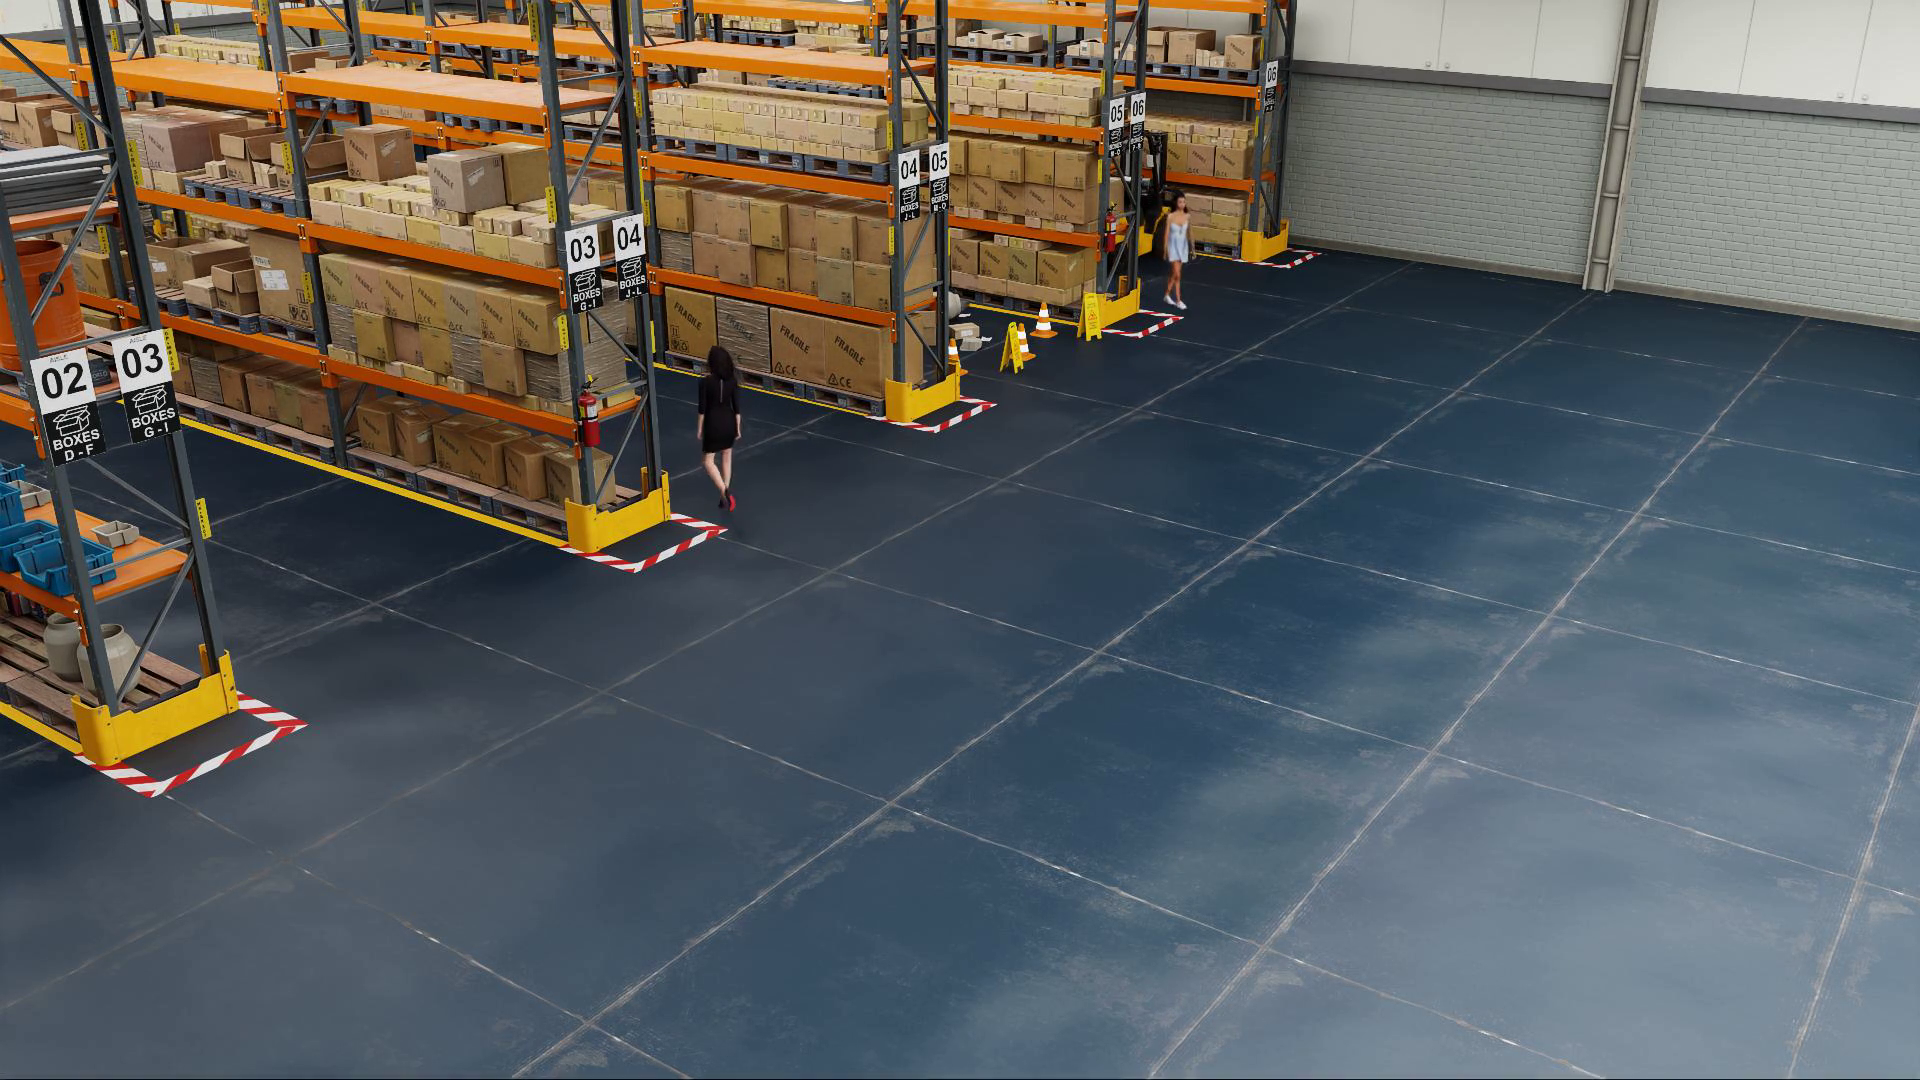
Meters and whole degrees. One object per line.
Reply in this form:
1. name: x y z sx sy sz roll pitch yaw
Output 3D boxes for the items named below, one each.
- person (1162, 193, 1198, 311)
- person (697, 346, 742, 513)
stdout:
1. person: 3.179 -4.317 24.756 0.889 1.700 1.070 -12 26 -25
2. person: -2.433 -1.058 16.990 0.845 1.779 1.004 -12 26 -26
